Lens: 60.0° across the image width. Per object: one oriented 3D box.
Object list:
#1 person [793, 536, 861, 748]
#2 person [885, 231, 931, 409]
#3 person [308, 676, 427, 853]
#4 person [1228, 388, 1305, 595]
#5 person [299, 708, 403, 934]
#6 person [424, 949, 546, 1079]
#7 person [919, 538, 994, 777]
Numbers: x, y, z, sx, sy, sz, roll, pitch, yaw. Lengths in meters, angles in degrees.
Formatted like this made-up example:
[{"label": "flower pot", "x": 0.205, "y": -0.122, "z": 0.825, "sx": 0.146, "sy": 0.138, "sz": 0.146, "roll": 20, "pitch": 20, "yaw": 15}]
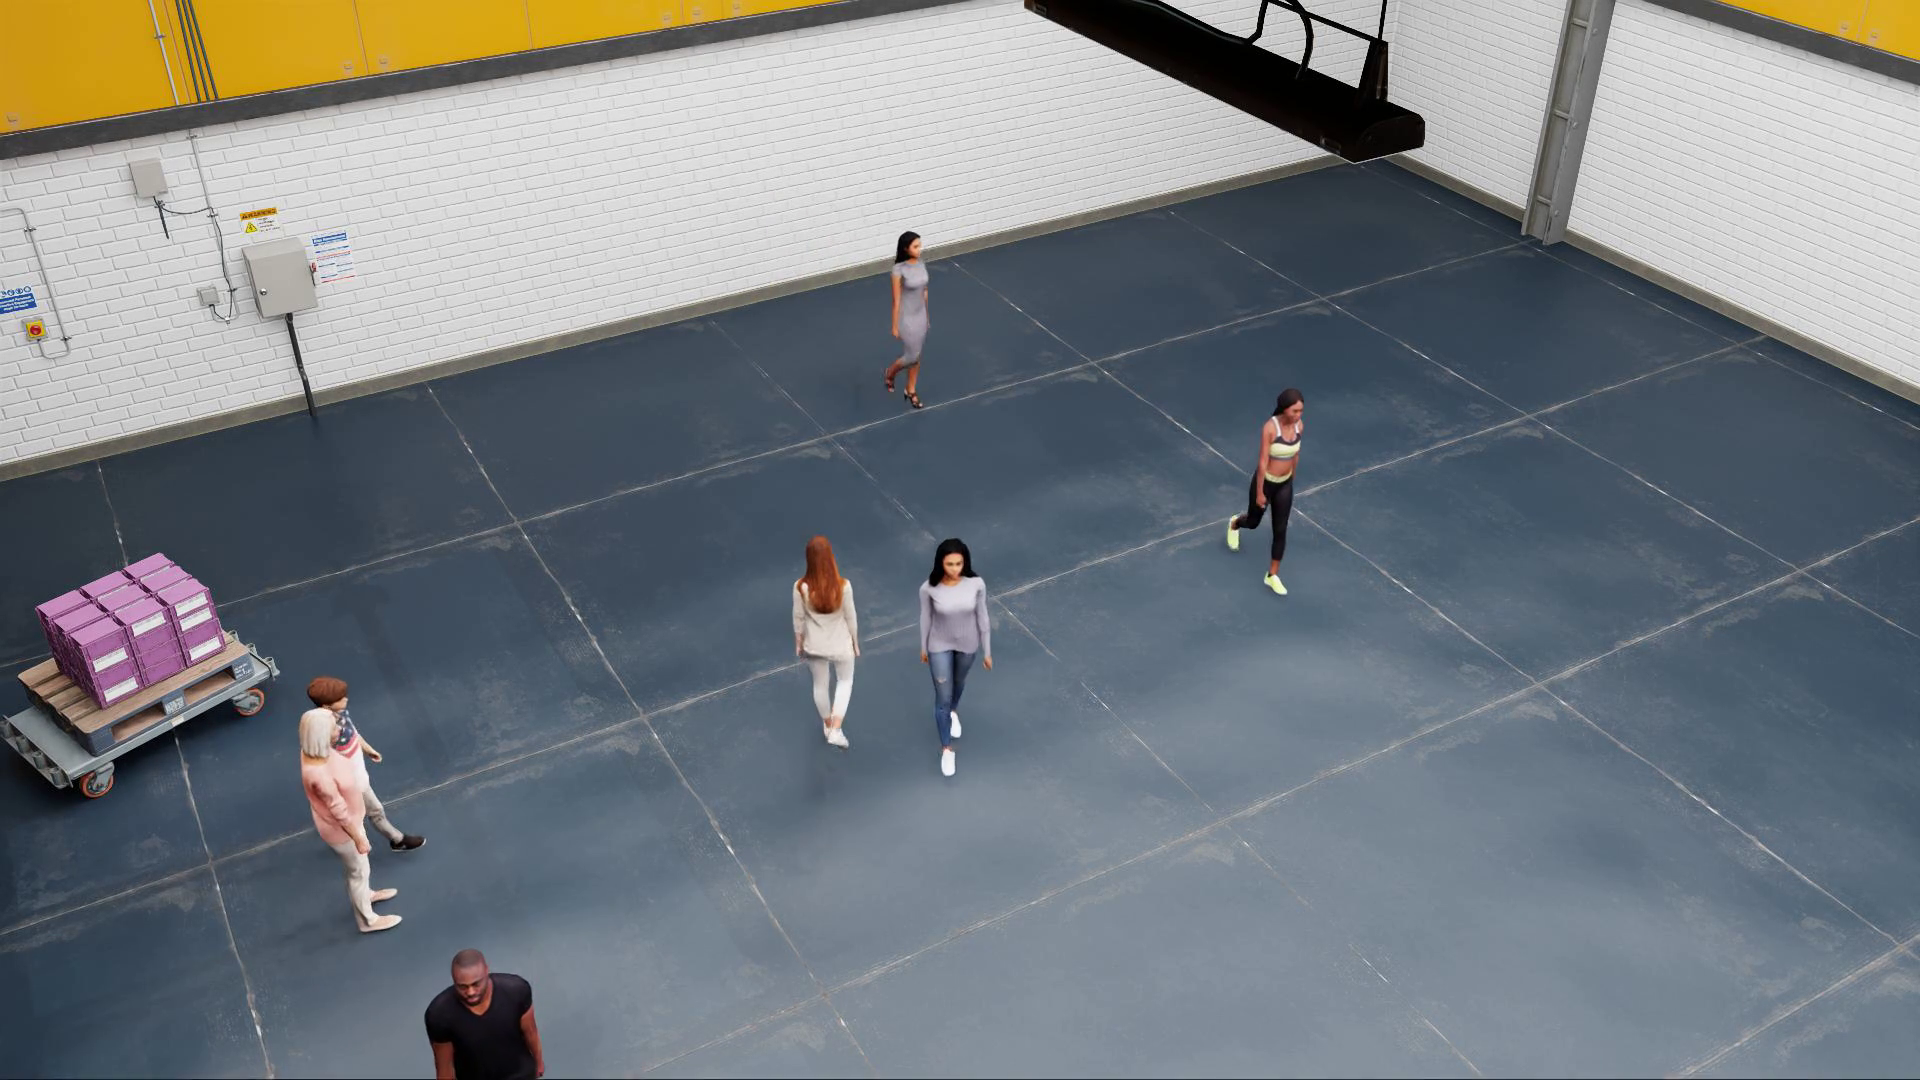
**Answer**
[{"label": "person", "x": -0.914, "y": 0.762, "z": 11.417, "sx": 0.819, "sy": 1.698, "sz": 0.909, "roll": 2, "pitch": 34, "yaw": 3}, {"label": "person", "x": -0.540, "y": -2.068, "z": 15.608, "sx": 0.812, "sy": 1.772, "sz": 0.713, "roll": 27, "pitch": 42, "yaw": 34}, {"label": "person", "x": -3.972, "y": 1.455, "z": 10.628, "sx": 0.745, "sy": 1.417, "sz": 0.853, "roll": -7, "pitch": 34, "yaw": -10}, {"label": "person", "x": 2.433, "y": -0.462, "z": 13.234, "sx": 0.710, "sy": 1.725, "sz": 1.126, "roll": -10, "pitch": 35, "yaw": -15}, {"label": "person", "x": -3.759, "y": 1.696, "z": 9.989, "sx": 0.692, "sy": 1.724, "sz": 0.528, "roll": -15, "pitch": 37, "yaw": -22}, {"label": "person", "x": -2.377, "y": 2.672, "z": 8.479, "sx": 0.845, "sy": 1.769, "sz": 1.236, "roll": -10, "pitch": 35, "yaw": -15}, {"label": "person", "x": -0.059, "y": 0.681, "z": 11.531, "sx": 0.828, "sy": 1.707, "sz": 1.046, "roll": -7, "pitch": 34, "yaw": -10}]
